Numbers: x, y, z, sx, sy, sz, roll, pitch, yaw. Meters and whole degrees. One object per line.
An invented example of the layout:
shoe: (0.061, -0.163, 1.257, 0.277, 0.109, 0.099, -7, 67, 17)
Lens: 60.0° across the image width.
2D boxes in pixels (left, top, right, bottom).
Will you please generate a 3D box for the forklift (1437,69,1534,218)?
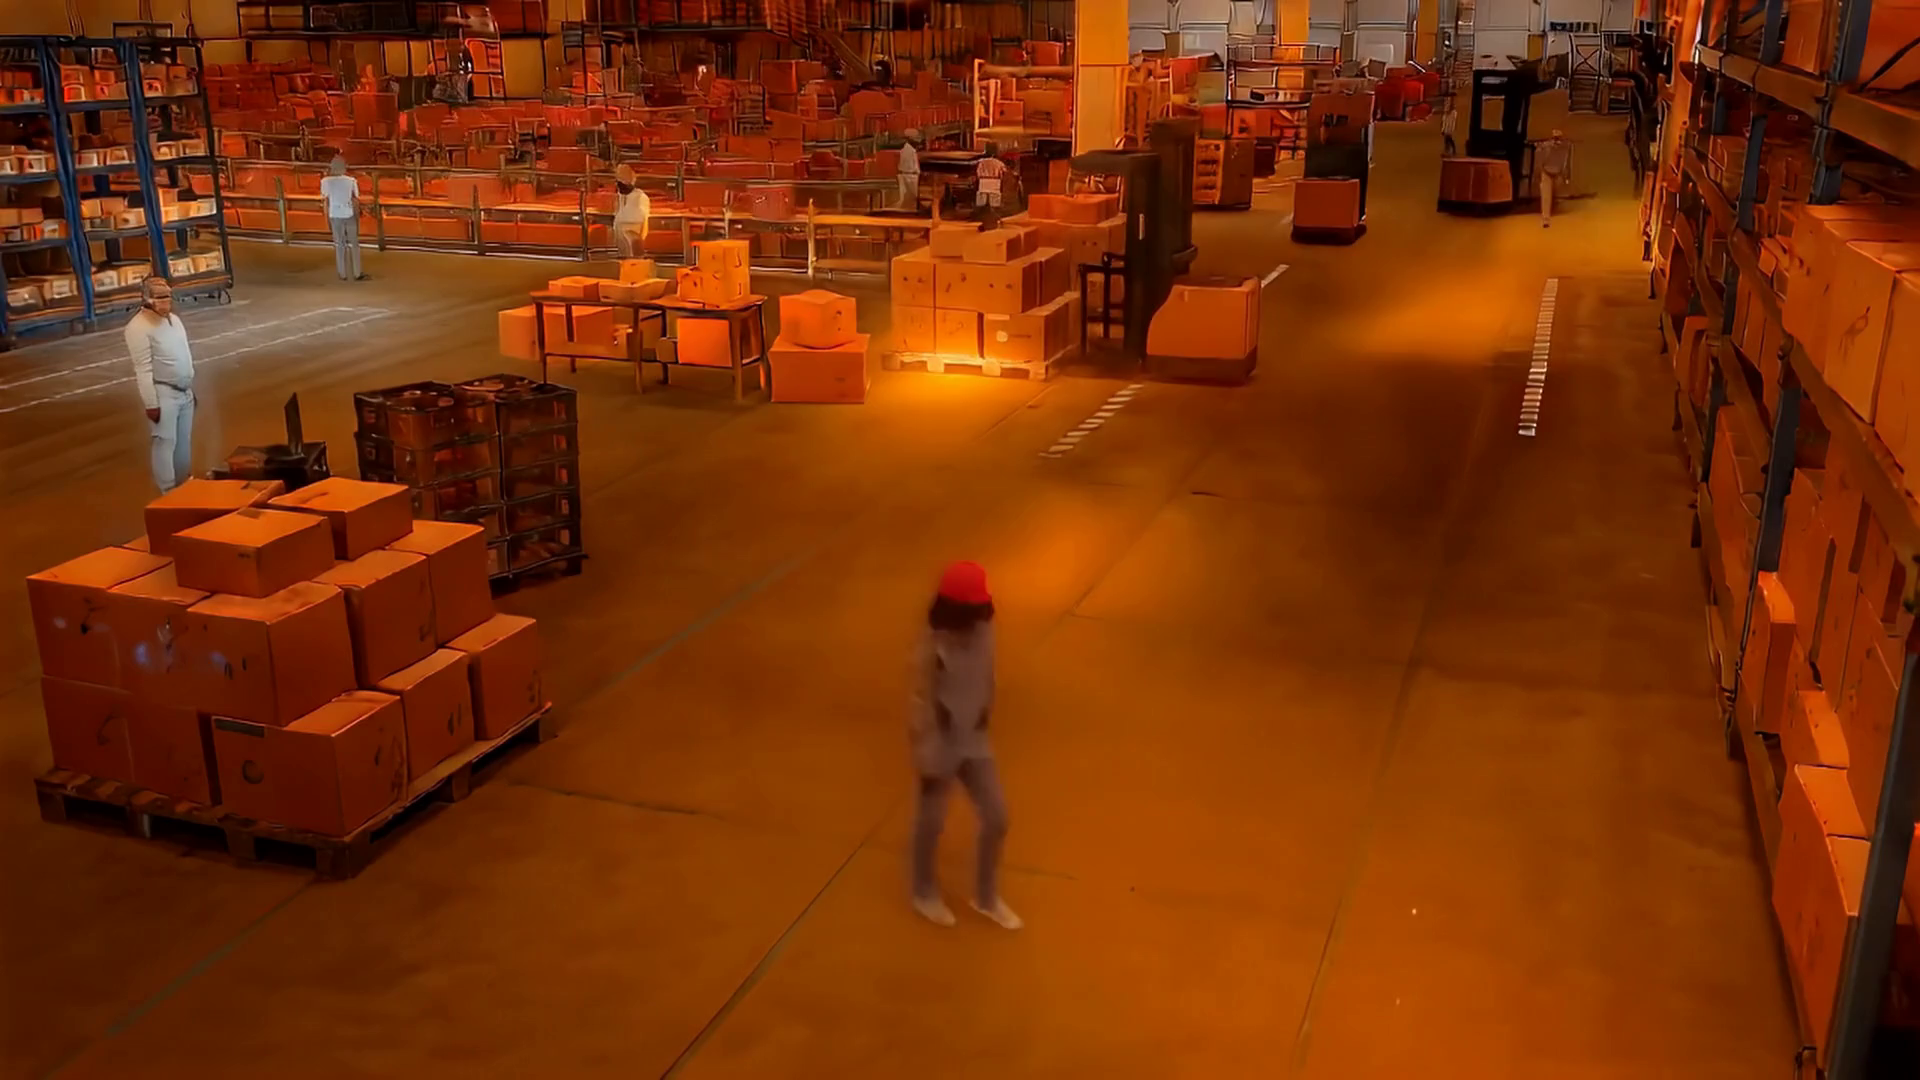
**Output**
forklift: (10.505, -7.884, 32.928, 1.873, 2.768, 1.129, -16, 23, -40)

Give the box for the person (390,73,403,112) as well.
person: (-19.831, -15.441, 58.381, 0.674, 1.831, 0.381, 15, 23, 40)

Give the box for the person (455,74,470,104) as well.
person: (-19.620, -17.721, 65.551, 0.973, 1.835, 0.596, 8, 19, 22)

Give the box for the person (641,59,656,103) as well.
person: (-13.964, -20.290, 73.512, 0.886, 1.900, 0.594, 2, 18, 6)

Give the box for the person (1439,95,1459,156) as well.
person: (13.740, -11.600, 46.533, 0.639, 1.682, 0.538, -7, 19, -22)

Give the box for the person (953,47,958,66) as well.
person: (-0.167, -26.358, 92.413, 0.622, 1.992, 0.387, 9, 20, 27)

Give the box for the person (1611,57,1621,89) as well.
person: (31.447, -22.298, 79.860, 0.599, 1.863, 0.590, 4, 18, 11)

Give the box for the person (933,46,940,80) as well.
person: (-1.371, -27.873, 97.249, 0.391, 1.948, 0.605, 13, 22, 36)

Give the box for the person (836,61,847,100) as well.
person: (-4.995, -19.139, 69.861, 0.548, 1.919, 0.717, -12, 21, -33)

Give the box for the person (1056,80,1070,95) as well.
person: (4.835, -22.005, 79.002, 0.941, 1.836, 0.529, 1, 18, 5)

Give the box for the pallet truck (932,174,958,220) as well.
pallet truck: (-0.507, -5.292, 27.348, 0.653, 1.274, 1.630, 6, 19, 19)

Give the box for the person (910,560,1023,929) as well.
person: (0.014, 0.913, 7.173, 0.499, 1.725, 0.647, -15, 23, -39)

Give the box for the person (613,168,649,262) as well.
person: (-4.637, -4.302, 23.372, 0.594, 1.832, 0.403, 10, 20, 29)

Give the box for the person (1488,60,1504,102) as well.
person: (23.932, -20.509, 74.297, 0.653, 1.827, 0.438, 2, 18, 6)

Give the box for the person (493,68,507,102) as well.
person: (-18.128, -17.711, 65.630, 0.518, 1.756, 0.348, -2, 18, -6)

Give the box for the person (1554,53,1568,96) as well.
person: (28.819, -22.314, 79.704, 0.623, 1.993, 0.384, -3, 18, -9)

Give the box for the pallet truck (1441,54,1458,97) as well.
pallet truck: (22.765, -21.886, 78.355, 0.823, 1.965, 1.885, -4, 18, -14)

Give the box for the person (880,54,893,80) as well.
person: (-3.513, -22.304, 79.797, 0.651, 1.912, 0.765, 2, 18, 7)

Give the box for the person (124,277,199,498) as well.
person: (-6.359, -1.165, 13.396, 0.410, 1.909, 0.643, 1, 18, 4)

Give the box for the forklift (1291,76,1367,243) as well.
forklift: (6.598, -6.755, 29.381, 1.129, 2.768, 1.873, 6, 19, 19)

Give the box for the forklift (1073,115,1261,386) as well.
forklift: (2.324, -3.211, 18.243, 1.873, 2.768, 1.129, 6, 19, 19)

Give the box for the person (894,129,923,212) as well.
person: (-0.839, -6.479, 30.125, 0.997, 1.883, 0.617, 4, 18, 11)

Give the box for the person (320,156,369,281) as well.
person: (-9.240, -4.801, 24.916, 0.563, 1.847, 0.389, 0, 18, -1)

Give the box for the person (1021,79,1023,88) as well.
person: (2.525, -19.963, 72.292, 0.394, 2.026, 0.649, 13, 22, 36)

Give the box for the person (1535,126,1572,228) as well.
person: (11.136, -6.840, 31.279, 0.652, 1.884, 0.797, 2, 18, 6)

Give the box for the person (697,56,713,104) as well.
person: (-11.187, -20.187, 72.946, 0.688, 2.000, 0.536, -3, 18, -10)

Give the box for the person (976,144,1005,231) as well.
person: (0.545, -6.259, 29.826, 0.540, 1.640, 0.759, -2, 18, -5)
